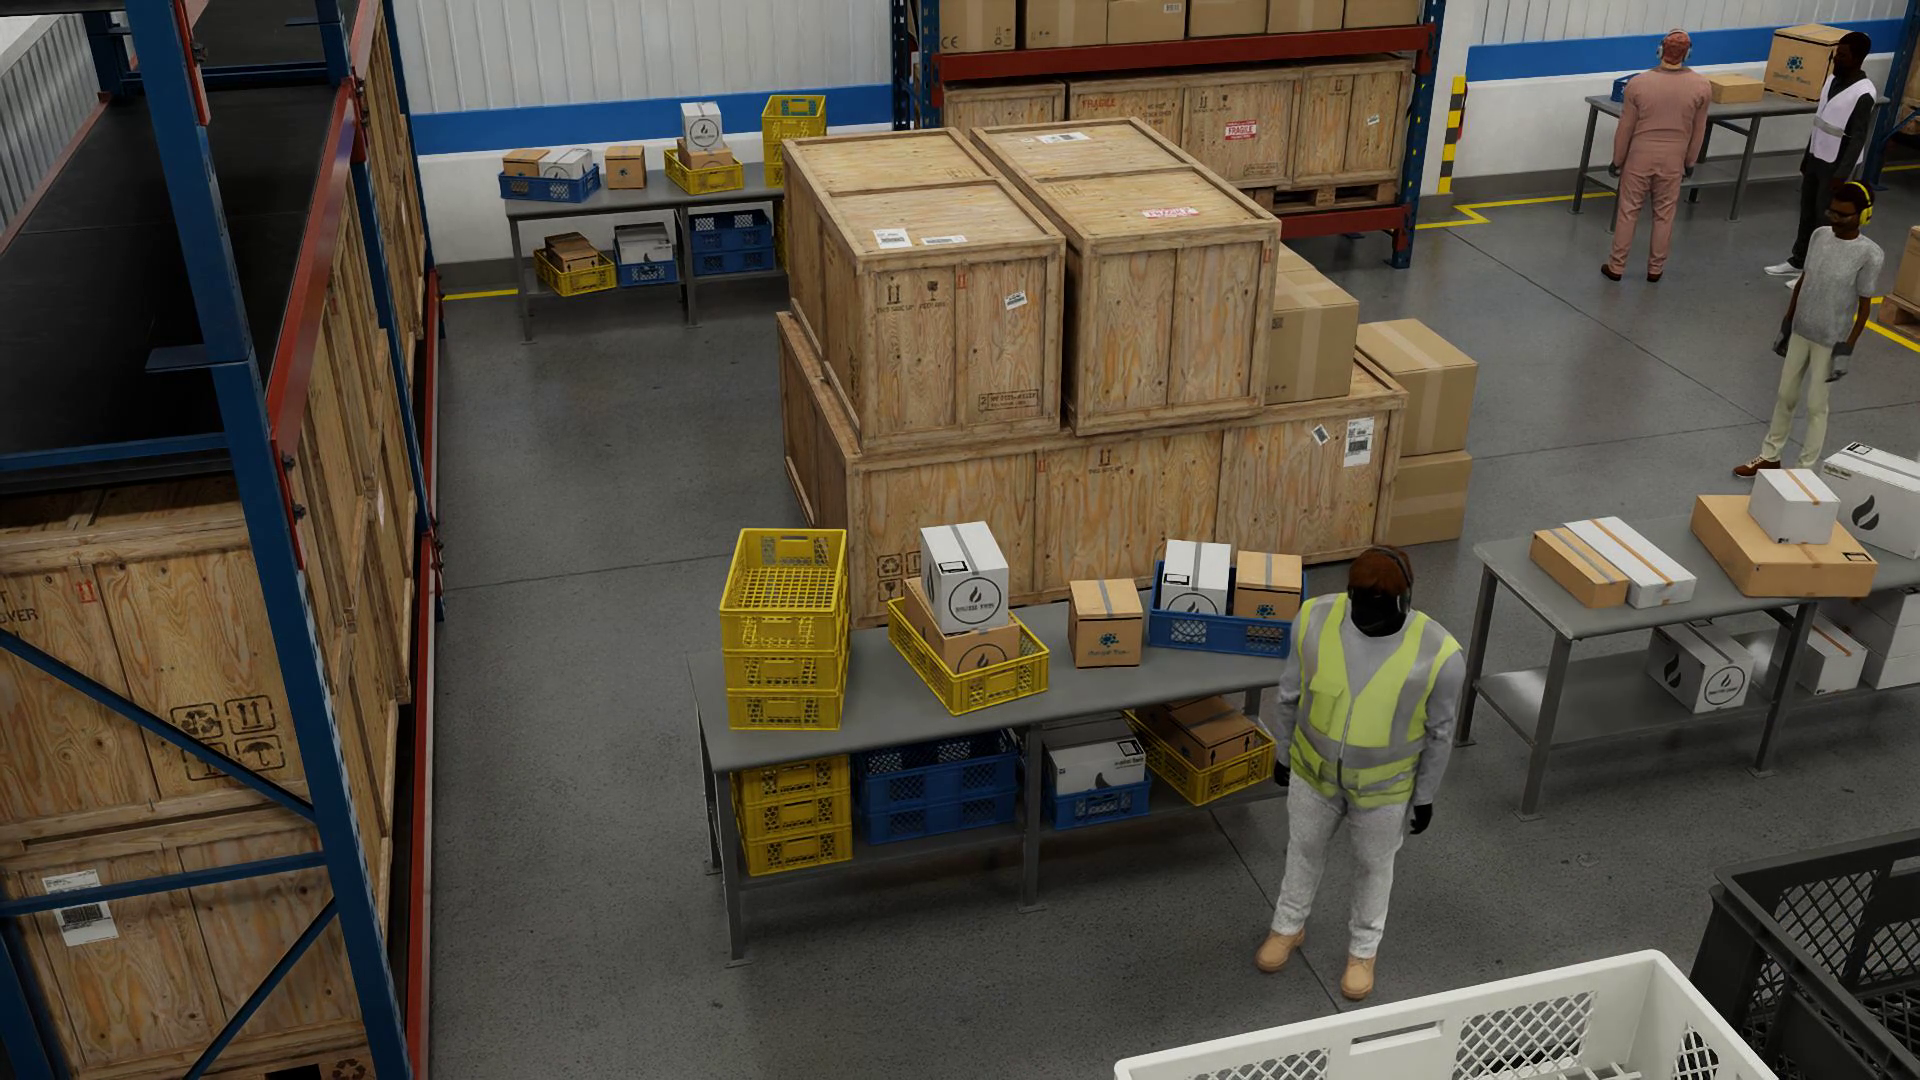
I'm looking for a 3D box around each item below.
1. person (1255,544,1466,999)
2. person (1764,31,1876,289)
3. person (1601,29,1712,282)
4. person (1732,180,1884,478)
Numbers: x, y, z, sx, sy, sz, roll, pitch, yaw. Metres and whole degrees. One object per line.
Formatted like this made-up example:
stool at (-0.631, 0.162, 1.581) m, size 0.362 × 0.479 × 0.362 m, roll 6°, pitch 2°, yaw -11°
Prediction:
person at (1.411, 0.834, 5.957) m, size 0.624 × 1.845 × 0.430 m, roll 15°, pitch 32°, yaw 25°
person at (6.587, -2.868, 12.599) m, size 0.387 × 1.919 × 0.594 m, roll -1°, pitch 29°, yaw -2°
person at (5.297, -2.919, 12.701) m, size 0.639 × 1.911 × 0.406 m, roll 5°, pitch 29°, yaw 9°
person at (4.898, -1.147, 9.533) m, size 0.329 × 1.864 × 0.508 m, roll -12°, pitch 31°, yaw -21°
